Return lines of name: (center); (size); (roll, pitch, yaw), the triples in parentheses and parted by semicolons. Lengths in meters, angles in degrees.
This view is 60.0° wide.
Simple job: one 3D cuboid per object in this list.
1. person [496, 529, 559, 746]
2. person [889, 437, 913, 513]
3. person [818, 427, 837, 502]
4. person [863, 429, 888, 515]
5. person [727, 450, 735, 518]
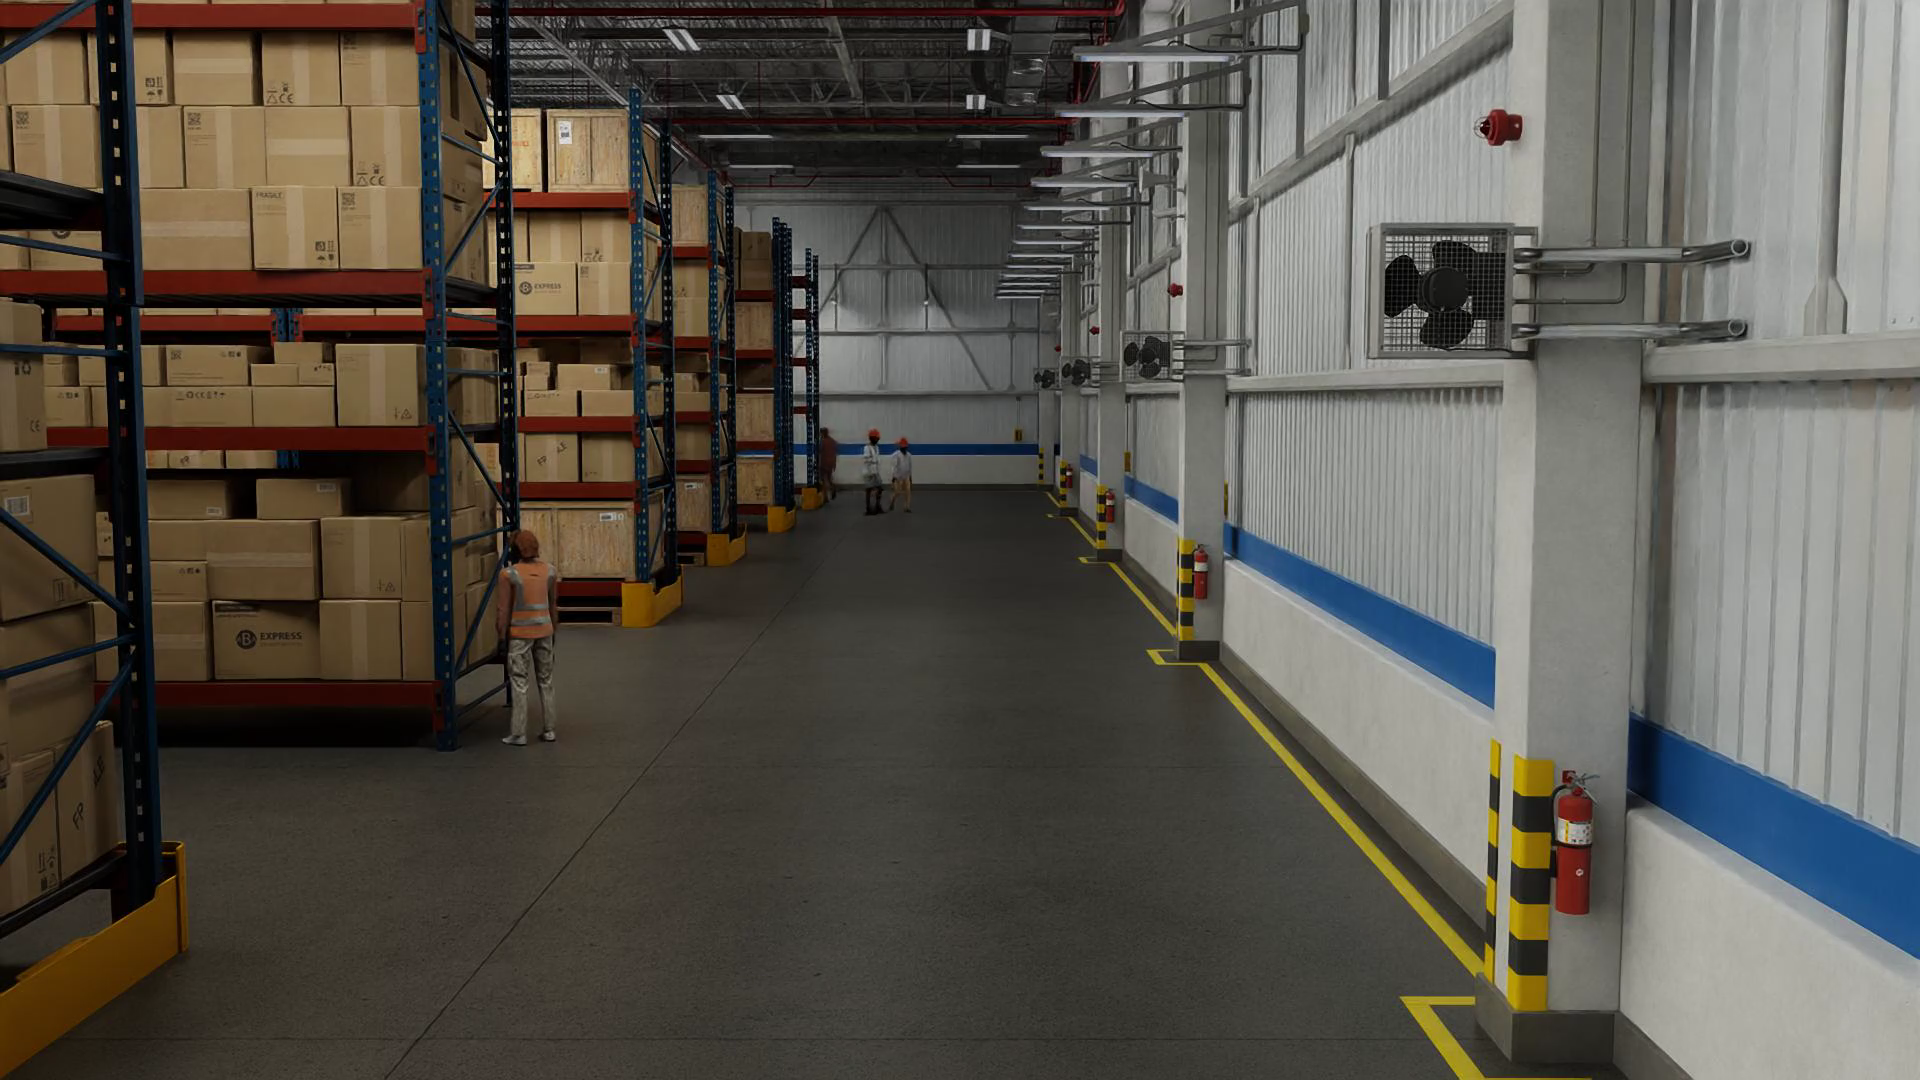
person: (-3.249, 0.735, 12.547); (0.313, 1.631, 0.525); (5, 7, 43)
person: (-1.340, -1.478, 37.718); (0.571, 1.730, 0.620); (-4, 6, -40)
person: (-3.373, -1.881, 41.542); (0.419, 1.889, 0.676); (4, 6, 41)
person: (-1.859, -1.490, 36.799); (0.619, 1.922, 0.566); (3, 6, 32)
person: (-4.859, -1.327, 35.982); (0.584, 1.723, 0.500); (0, 5, 1)
